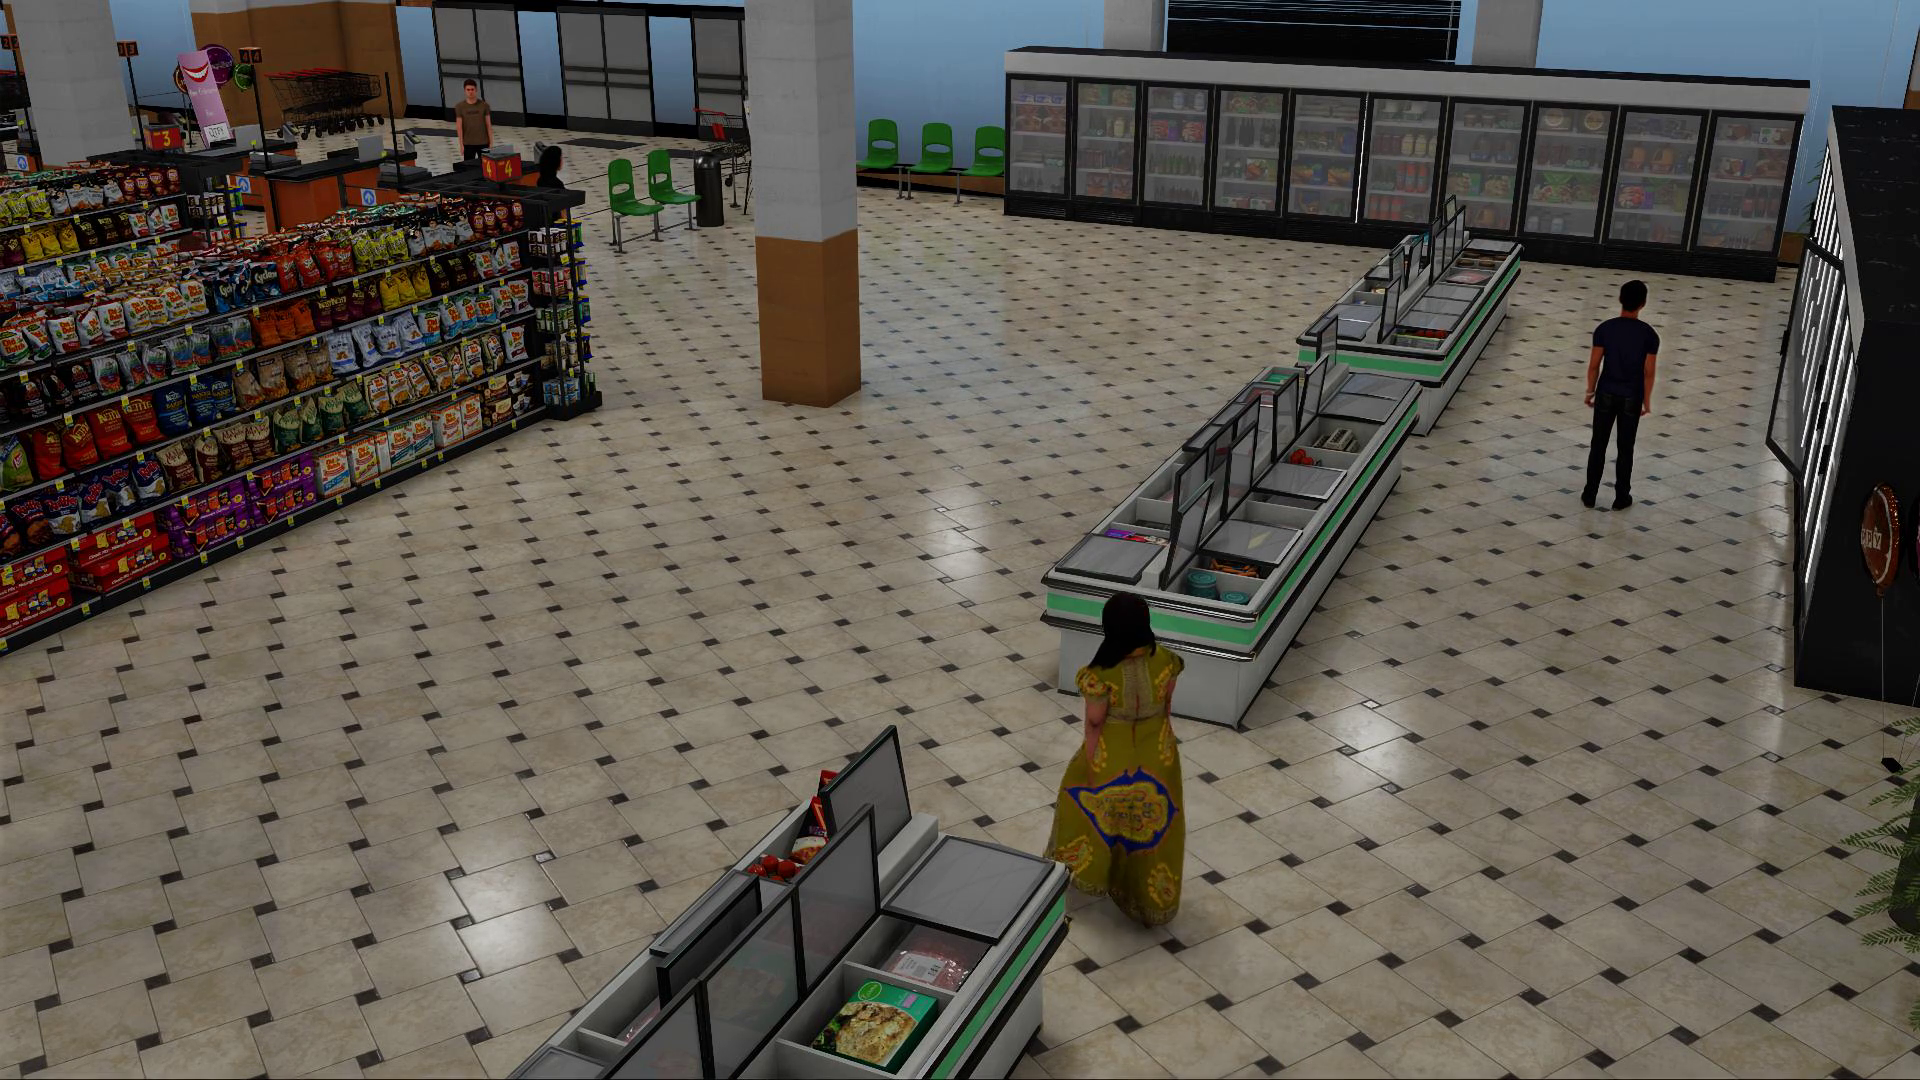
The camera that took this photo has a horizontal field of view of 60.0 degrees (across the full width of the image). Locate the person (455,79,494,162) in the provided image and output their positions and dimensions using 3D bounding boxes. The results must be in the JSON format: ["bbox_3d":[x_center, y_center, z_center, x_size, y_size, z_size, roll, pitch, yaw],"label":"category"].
[{"bbox_3d":[-7.107,-5.817,24.420,0.730,1.851,0.798,-8,23,-20],"label":"person"}]

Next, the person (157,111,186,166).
[{"bbox_3d":[-10.176,-4.647,21.583,0.616,1.795,0.515,10,24,22],"label":"person"}]

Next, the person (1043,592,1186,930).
[{"bbox_3d":[0.806,1.050,7.610,1.017,1.640,1.076,-5,22,-12],"label":"person"}]

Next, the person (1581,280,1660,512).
[{"bbox_3d":[5.057,-1.106,12.774,0.642,1.793,0.528,11,24,25],"label":"person"}]

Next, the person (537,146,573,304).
[{"bbox_3d":[-4.551,-3.510,18.705,0.652,1.831,0.698,-20,29,-40],"label":"person"}]
